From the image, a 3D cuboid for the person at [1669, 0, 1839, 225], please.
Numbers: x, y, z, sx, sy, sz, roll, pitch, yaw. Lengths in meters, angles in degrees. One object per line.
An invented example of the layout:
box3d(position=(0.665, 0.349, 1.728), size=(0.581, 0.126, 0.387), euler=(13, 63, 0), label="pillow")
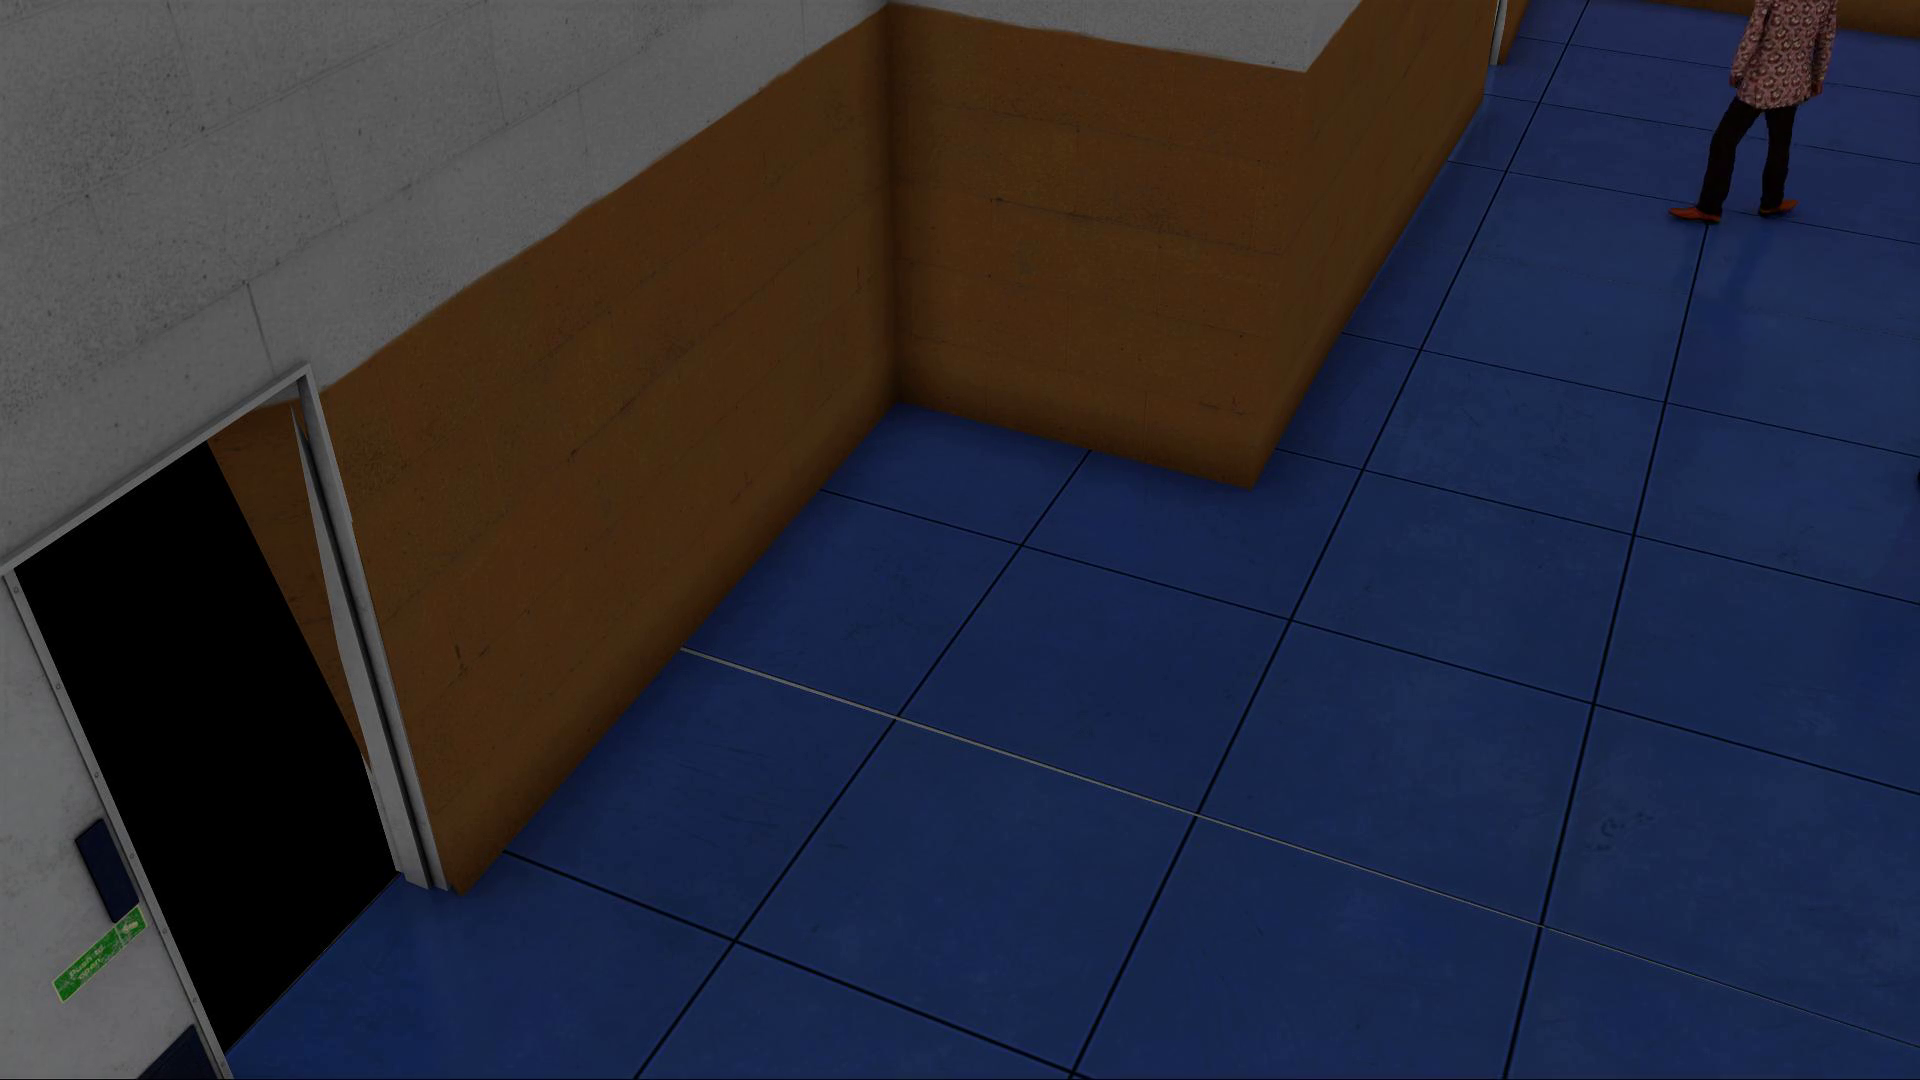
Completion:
box3d(position=(5.102, -2.830, 10.341), size=(0.973, 1.785, 1.155), euler=(2, 37, 3), label="person")
